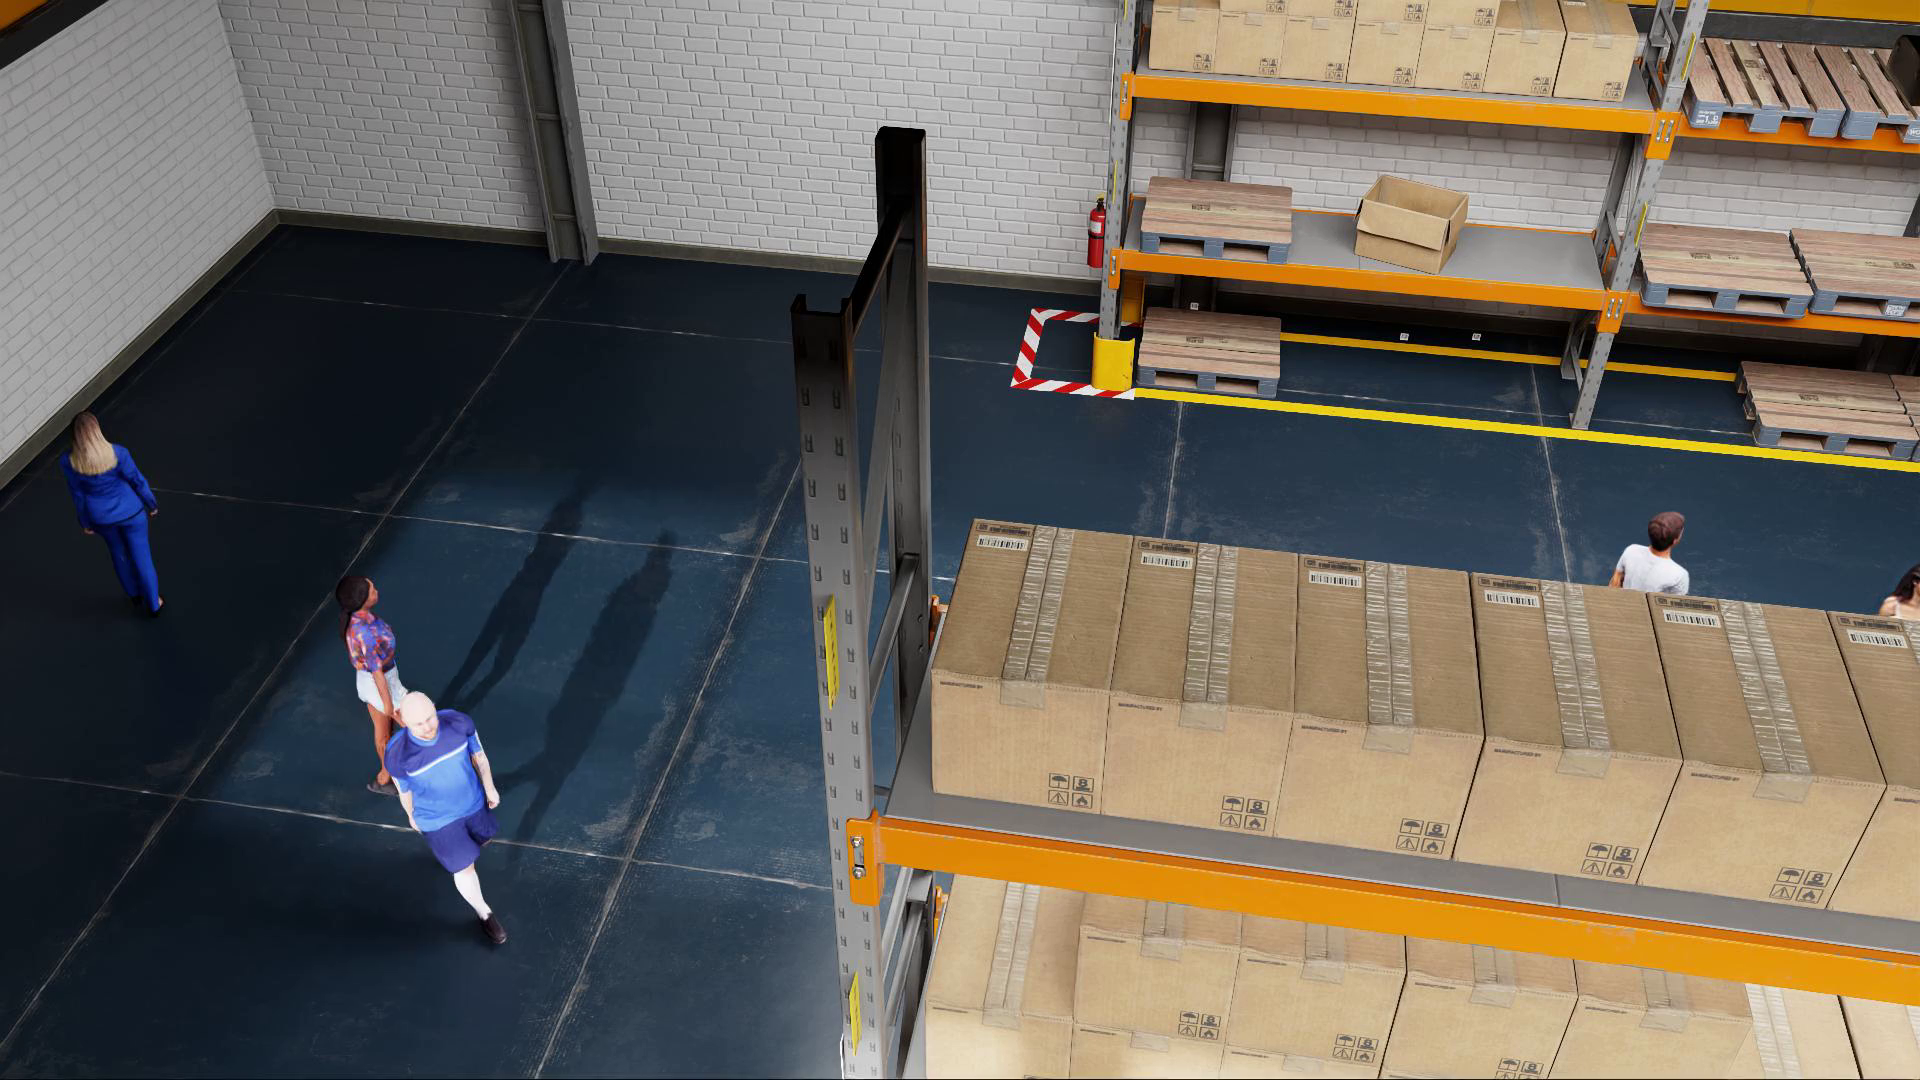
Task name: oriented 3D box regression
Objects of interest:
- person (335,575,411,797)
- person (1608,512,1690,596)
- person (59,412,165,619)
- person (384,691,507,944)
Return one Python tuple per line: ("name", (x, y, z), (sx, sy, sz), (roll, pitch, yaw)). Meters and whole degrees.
("person", (-3.618, 0.940, 10.160), (0.829, 1.735, 0.769), (-26, 46, -29))
("person", (4.181, 0.658, 10.449), (1.241, 1.815, 1.119), (-20, 43, -24))
("person", (-5.846, -0.110, 11.513), (0.686, 1.688, 0.800), (-10, 40, -12))
("person", (-2.928, 1.471, 9.433), (1.072, 1.811, 1.210), (-31, 48, -33))
